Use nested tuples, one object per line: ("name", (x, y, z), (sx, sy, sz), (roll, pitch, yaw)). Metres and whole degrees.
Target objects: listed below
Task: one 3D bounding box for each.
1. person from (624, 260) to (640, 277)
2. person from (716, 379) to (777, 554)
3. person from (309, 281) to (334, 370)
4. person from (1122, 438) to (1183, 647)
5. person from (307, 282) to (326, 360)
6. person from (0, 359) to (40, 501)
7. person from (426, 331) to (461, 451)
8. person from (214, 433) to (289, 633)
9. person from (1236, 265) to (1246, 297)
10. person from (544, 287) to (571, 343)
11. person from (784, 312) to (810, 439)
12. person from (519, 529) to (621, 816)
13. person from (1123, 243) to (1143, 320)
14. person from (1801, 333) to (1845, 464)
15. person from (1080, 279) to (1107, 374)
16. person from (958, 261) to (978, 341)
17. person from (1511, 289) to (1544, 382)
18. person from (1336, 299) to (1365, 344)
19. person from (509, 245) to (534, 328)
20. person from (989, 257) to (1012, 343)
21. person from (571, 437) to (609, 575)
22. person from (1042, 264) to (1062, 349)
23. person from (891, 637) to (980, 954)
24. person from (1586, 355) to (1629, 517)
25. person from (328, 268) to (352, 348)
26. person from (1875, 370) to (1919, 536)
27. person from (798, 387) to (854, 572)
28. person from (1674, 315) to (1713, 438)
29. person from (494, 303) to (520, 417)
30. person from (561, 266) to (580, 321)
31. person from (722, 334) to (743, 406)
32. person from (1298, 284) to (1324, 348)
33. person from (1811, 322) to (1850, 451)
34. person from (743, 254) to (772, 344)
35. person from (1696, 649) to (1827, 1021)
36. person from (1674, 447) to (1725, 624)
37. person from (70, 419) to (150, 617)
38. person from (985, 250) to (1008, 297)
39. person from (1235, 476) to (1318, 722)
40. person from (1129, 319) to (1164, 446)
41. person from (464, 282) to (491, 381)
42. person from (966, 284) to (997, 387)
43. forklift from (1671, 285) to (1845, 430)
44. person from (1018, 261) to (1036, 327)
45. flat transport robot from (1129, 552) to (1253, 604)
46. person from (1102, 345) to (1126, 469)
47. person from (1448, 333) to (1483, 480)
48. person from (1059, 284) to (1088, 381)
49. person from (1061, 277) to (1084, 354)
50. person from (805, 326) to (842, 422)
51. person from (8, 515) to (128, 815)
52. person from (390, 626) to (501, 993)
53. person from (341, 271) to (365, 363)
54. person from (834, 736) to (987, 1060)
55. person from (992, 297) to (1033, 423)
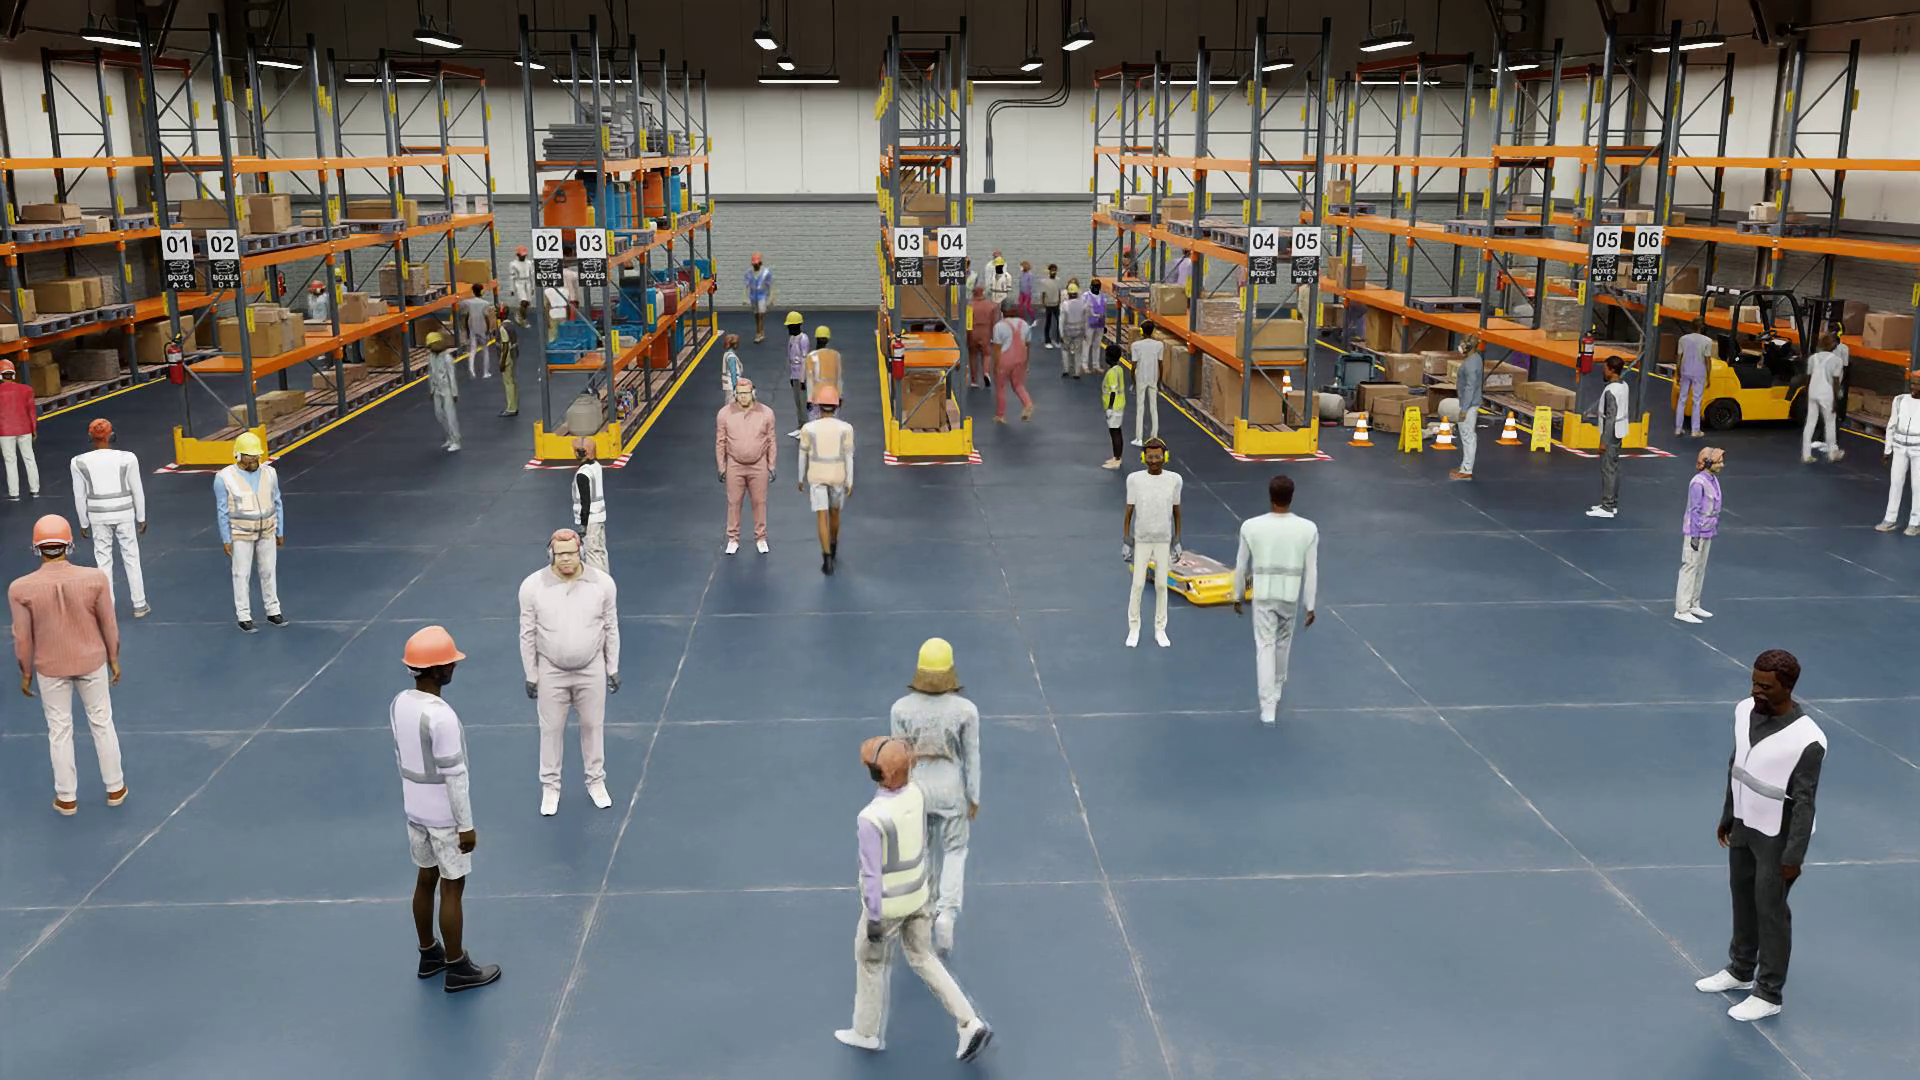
("person", (-8.125, -6.130, 41.192), (0.509, 1.597, 0.798), (2, 13, 7))
("person", (-2.294, -0.789, 17.898), (0.650, 1.906, 0.401), (-2, 13, -8))
("person", (-12.626, -4.250, 32.886), (0.343, 1.749, 0.573), (-5, 14, -22))
("person", (1.686, 0.021, 14.548), (0.533, 1.868, 0.310), (0, 13, 0))
("person", (-13.209, -4.508, 34.231), (0.555, 1.620, 0.378), (7, 15, 27))
("person", (-11.775, -1.371, 20.690), (0.330, 1.750, 0.573), (10, 16, 36))
("person", (-7.469, -2.158, 24.097), (0.532, 1.746, 0.386), (10, 17, 37))
("person", (-6.394, -0.073, 15.051), (0.403, 1.824, 0.591), (12, 18, 41))
("person", (7.287, -6.721, 43.329), (0.314, 1.767, 0.534), (2, 13, 8))
("person", (-8.108, -4.454, 33.635), (0.579, 1.803, 0.579), (-8, 16, -31))
("person", (-2.438, -2.479, 25.043), (0.410, 1.918, 0.585), (-6, 15, -25))
("person", (-2.546, 0.858, 10.920), (0.640, 1.910, 0.401), (-4, 14, -18))
("person", (4.253, -6.322, 41.109), (0.714, 2.012, 0.623), (-5, 14, -21))
("person", (12.003, -1.962, 23.053), (0.781, 1.815, 0.539), (-8, 16, -31))
("person", (2.608, -4.142, 32.249), (0.623, 1.841, 0.430), (-8, 16, -32))
("person", (0.093, -5.370, 37.418), (0.628, 1.852, 0.983), (1, 13, 6))
("person", (10.592, -3.820, 31.150), (0.644, 1.721, 0.557), (7, 15, 28))
("person", (8.775, -5.224, 37.097), (0.545, 1.714, 0.938), (13, 18, 43))
("person", (-10.708, -6.183, 40.535), (0.826, 2.013, 0.622), (13, 18, 43))
("person", (0.884, -5.346, 37.155), (0.587, 1.928, 0.363), (11, 17, 38))
("person", (-3.533, -0.178, 15.883), (0.311, 1.638, 0.523), (1, 13, 3))
("person", (2.040, -5.057, 36.111), (0.533, 1.839, 0.742), (-6, 14, -22))
("person", (-0.140, 1.391, 9.066), (0.488, 1.726, 0.663), (1, 13, 5))
("person", (7.729, -1.228, 19.733), (0.374, 1.917, 0.597), (8, 16, 32))
("person", (-13.531, -5.049, 36.292), (0.494, 1.743, 0.309), (-12, 18, -42))
("person", (10.753, -0.991, 18.802), (0.337, 1.882, 0.585), (-9, 16, -35))
("person", (-1.390, -0.650, 17.361), (0.565, 1.891, 0.988), (-2, 14, -10))
("person", (11.093, -2.471, 25.153), (0.513, 1.845, 0.334), (13, 18, 43))
("person", (-7.386, -2.941, 27.142), (0.390, 1.846, 0.565), (-1, 13, -6))
("person", (-8.842, -5.395, 37.361), (0.629, 1.930, 1.055), (-5, 14, -21))
("person", (-3.350, -2.214, 24.501), (0.307, 1.643, 0.514), (-4, 14, -16))
("person", (7.632, -5.004, 36.182), (0.639, 1.704, 0.453), (-3, 14, -13))
("person", (12.567, -2.213, 24.005), (0.333, 1.873, 0.520), (-1, 13, -6))
("person", (-4.555, -5.444, 37.454), (0.629, 1.993, 1.063), (2, 13, 8))
("person", (4.055, 1.462, 8.360), (0.397, 1.911, 0.587), (-2, 13, -9))
("person", (6.843, -0.053, 15.378), (0.311, 1.632, 0.516), (11, 17, 39))
("person", (-7.859, -0.191, 15.418), (0.576, 1.882, 0.355), (-6, 15, -24))
("person", (0.870, -6.180, 40.851), (0.700, 1.872, 0.615), (-9, 16, -35))
("person", (2.427, 0.430, 12.823), (0.609, 1.872, 0.998), (2, 13, 6))
("person", (2.734, -2.310, 24.411), (0.513, 1.876, 0.328), (-2, 13, -9))
("person", (-9.118, -3.936, 31.367), (0.519, 1.847, 0.822), (0, 13, -1))
("person", (0.348, -3.713, 30.343), (0.650, 1.884, 0.453), (0, 13, -2))
("forklift", (12.503, -2.886, 26.166), (2.313, 2.155, 1.214), (-1, 13, -3))
("person", (1.612, -5.995, 40.586), (0.342, 1.640, 0.514), (-11, 17, -40))
("flat transport robot", (2.308, 0.343, 16.604), (0.652, 0.197, 1.431), (-5, 14, -21))
("person", (2.093, -1.812, 22.678), (0.320, 1.695, 0.537), (4, 14, 16))
("person", (6.681, -1.753, 21.913), (0.368, 1.940, 0.629), (5, 14, 21))
("person", (2.117, -3.920, 31.378), (0.605, 1.810, 0.641), (-3, 14, -11))
("person", (2.393, -4.775, 35.374), (0.517, 1.621, 0.360), (0, 13, -2))
("person", (-1.879, -2.044, 23.268), (0.602, 1.892, 0.849), (-10, 17, -37))
("person", (-5.840, 0.814, 10.917), (0.608, 1.996, 0.380), (-8, 16, -31))
("person", (-2.686, 1.386, 8.616), (0.544, 1.939, 0.354), (12, 18, 40))
("person", (-12.426, -4.571, 33.887), (0.543, 1.928, 0.400), (-11, 17, -38))
("person", (-0.241, 1.723, 7.900), (0.740, 1.614, 0.526), (8, 16, 32))
("person", (0.846, -2.842, 26.307), (0.706, 2.000, 0.791), (-8, 15, -30))
